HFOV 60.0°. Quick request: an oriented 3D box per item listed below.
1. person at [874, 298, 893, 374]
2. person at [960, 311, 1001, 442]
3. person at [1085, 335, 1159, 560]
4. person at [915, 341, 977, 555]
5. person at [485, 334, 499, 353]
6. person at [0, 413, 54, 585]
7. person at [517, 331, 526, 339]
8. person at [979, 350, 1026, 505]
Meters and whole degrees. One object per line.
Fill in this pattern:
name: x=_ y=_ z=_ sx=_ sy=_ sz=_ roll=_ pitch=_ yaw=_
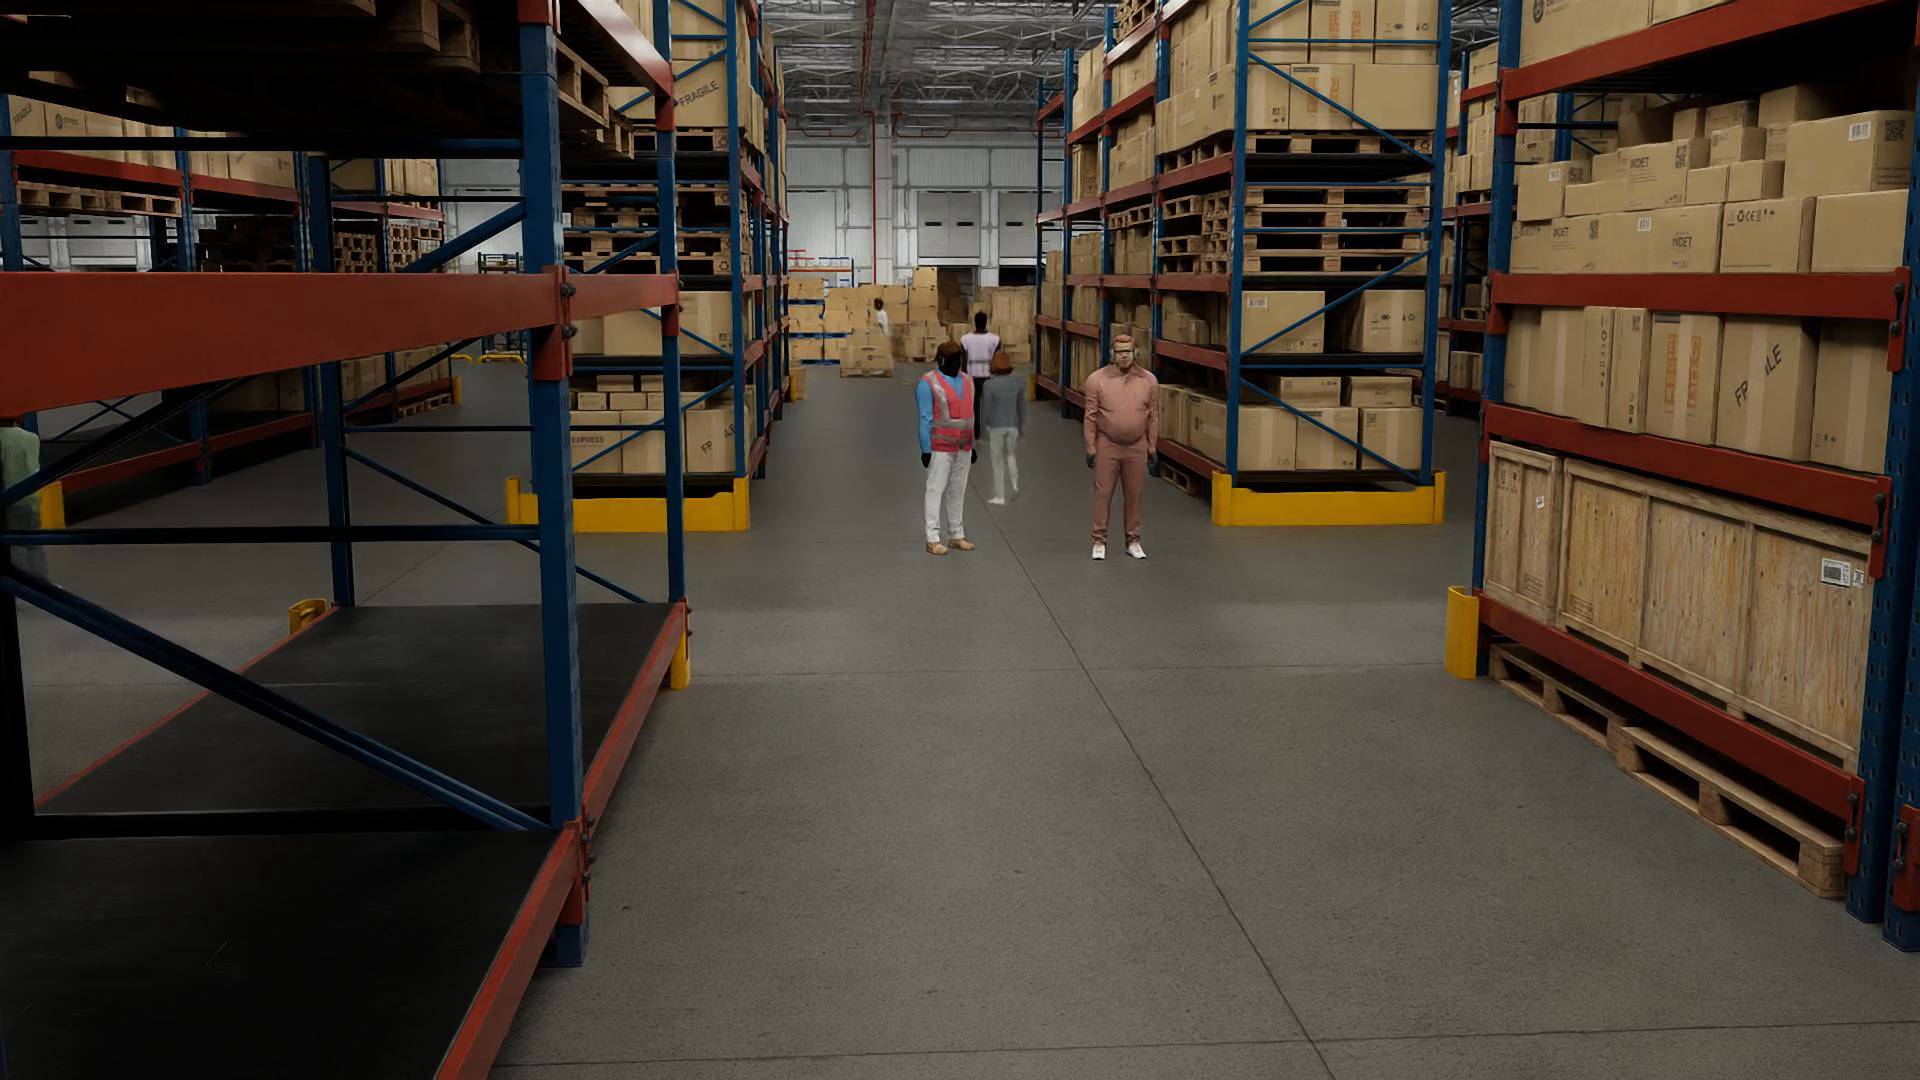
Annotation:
person: x=-1.882 y=-4.930 z=40.312 sx=0.445 sy=1.855 sz=0.527 roll=3 pitch=9 yaw=16
person: x=0.295 y=-2.333 z=23.858 sx=0.590 sy=1.904 sz=0.464 roll=0 pitch=9 yaw=-1
person: x=1.376 y=-0.779 z=14.070 sx=0.642 sy=1.909 sz=0.399 roll=-1 pitch=9 yaw=-7
person: x=-0.089 y=-0.798 z=14.393 sx=0.633 sy=1.842 sz=0.429 roll=-8 pitch=12 yaw=-42
person: x=-14.583 y=-6.768 z=51.606 sx=0.362 sy=1.928 sz=0.587 roll=6 pitch=11 yaw=34
person: x=-6.792 y=-0.273 z=11.885 sx=0.515 sy=1.591 sz=0.847 roll=0 pitch=9 yaw=-2
person: x=-14.801 y=-7.610 z=56.939 sx=0.658 sy=1.918 sz=0.648 roll=-2 pitch=9 yaw=-15
person: x=0.439 y=-1.170 z=17.404 sx=0.516 sy=1.617 sz=0.331 roll=-4 pitch=10 yaw=-25
